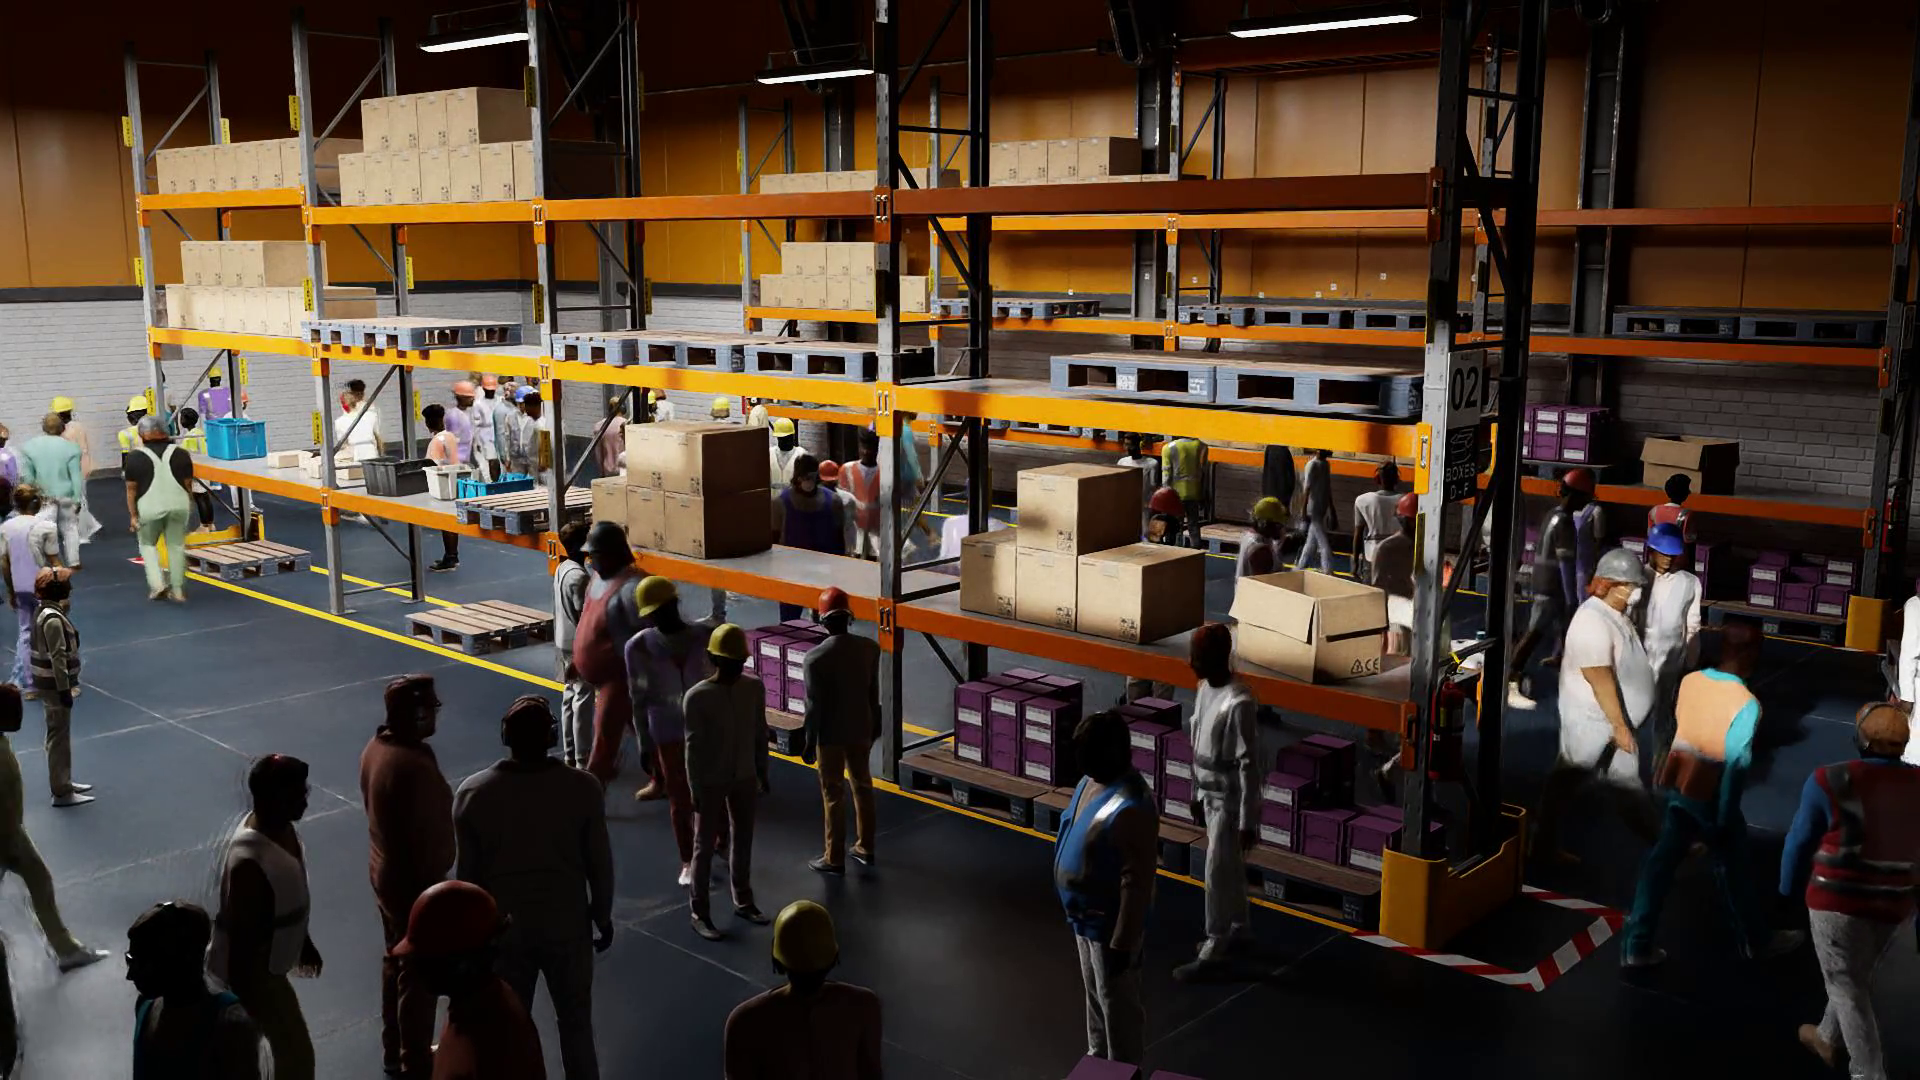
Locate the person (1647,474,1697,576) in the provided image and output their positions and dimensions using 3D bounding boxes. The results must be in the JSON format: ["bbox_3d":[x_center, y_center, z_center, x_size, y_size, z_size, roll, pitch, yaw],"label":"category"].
[{"bbox_3d":[6.577,0.231,15.358,0.319,1.696,0.532,-5,11,-26],"label":"person"}]

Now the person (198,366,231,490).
[{"bbox_3d":[-11.519,-1.734,25.854,0.588,1.919,0.401,-10,14,-43],"label":"person"}]

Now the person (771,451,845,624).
[{"bbox_3d":[-1.305,0.236,14.357,0.684,2.000,0.535,-3,10,-17],"label":"person"}]

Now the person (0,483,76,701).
[{"bbox_3d":[-7.652,0.450,13.764,0.553,1.837,0.430,1,10,6],"label":"person"}]

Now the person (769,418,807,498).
[{"bbox_3d":[-1.893,-0.385,18.218,0.588,1.918,0.396,3,10,16],"label":"person"}]

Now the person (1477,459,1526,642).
[{"bbox_3d":[5.189,0.068,15.952,0.427,1.818,0.631,0,10,-2],"label":"person"}]

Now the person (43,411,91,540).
[{"bbox_3d":[-11.494,-0.881,21.451,0.524,1.769,0.309,-4,11,-22],"label":"person"}]

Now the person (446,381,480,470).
[{"bbox_3d":[-6.612,-1.085,21.909,0.677,2.023,0.651,2,10,11],"label":"person"}]

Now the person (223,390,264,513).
[{"bbox_3d":[-10.189,-1.258,23.608,0.561,1.753,0.332,7,12,35],"label":"person"}]

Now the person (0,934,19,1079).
[{"bbox_3d":[-3.372,1.887,5.451,0.610,1.900,1.006,-10,14,-43],"label":"person"}]

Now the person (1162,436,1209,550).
[{"bbox_3d":[2.535,-0.513,18.911,0.585,1.928,0.369,-4,11,-21],"label":"person"}]

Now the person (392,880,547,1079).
[{"bbox_3d":[-1.393,1.947,4.856,0.408,1.983,0.631,-4,11,-23],"label":"person"}]

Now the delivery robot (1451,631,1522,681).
[{"bbox_3d":[4.361,1.009,13.923,0.477,0.478,0.707,-5,11,-24],"label":"delivery robot"}]

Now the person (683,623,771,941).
[{"bbox_3d":[-1.260,1.309,9.101,0.521,1.758,0.349,-9,13,-40],"label":"person"}]

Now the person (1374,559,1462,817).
[{"bbox_3d":[3.071,0.974,11.021,0.439,1.738,0.584,9,13,41],"label":"person"}]

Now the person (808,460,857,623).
[{"bbox_3d":[-1.261,0.091,15.995,0.572,1.746,0.347,-3,10,-14],"label":"person"}]

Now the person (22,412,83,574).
[{"bbox_3d":[-10.295,-0.500,18.909,0.628,1.907,0.854,-3,10,-16],"label":"person"}]

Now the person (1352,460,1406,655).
[{"bbox_3d":[3.866,0.199,15.161,0.561,1.836,0.387,1,10,5],"label":"person"}]

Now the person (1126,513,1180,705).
[{"bbox_3d":[1.464,0.703,12.327,0.429,1.831,0.635,-10,14,-43],"label":"person"}]

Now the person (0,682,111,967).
[{"bbox_3d":[-4.919,1.505,8.481,0.865,1.588,0.522,-5,11,-27],"label":"person"}]

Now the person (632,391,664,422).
[{"bbox_3d":[-4.424,-1.265,23.708,0.483,1.735,0.311,-5,11,-26],"label":"person"}]

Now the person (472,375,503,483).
[{"bbox_3d":[-6.929,-1.519,24.667,0.597,1.903,0.666,-5,11,-26],"label":"person"}]

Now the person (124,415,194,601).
[{"bbox_3d":[-8.489,-0.350,17.670,0.696,2.000,0.547,-8,13,-40],"label":"person"}]

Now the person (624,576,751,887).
[{"bbox_3d":[-1.619,1.121,9.831,0.701,1.879,0.414,-3,11,-18],"label":"person"}]

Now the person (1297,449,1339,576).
[{"bbox_3d":[3.895,-0.224,17.518,0.859,1.838,0.555,6,12,30],"label":"person"}]

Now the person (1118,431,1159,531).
[{"bbox_3d":[1.871,-0.254,17.670,0.525,1.856,0.344,7,12,36],"label":"person"}]

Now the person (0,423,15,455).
[{"bbox_3d":[-11.860,-0.645,20.526,0.537,1.620,0.392,4,11,22],"label":"person"}]

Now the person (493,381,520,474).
[{"bbox_3d":[-6.213,-1.256,23.175,0.403,1.906,0.652,2,10,14],"label":"person"}]

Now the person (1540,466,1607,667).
[{"bbox_3d":[5.466,0.263,14.760,0.346,1.847,0.506,-5,11,-26],"label":"person"}]

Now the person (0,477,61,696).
[{"bbox_3d":[-8.019,0.372,14.141,0.600,1.850,0.970,3,10,17],"label":"person"}]

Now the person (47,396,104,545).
[{"bbox_3d":[-11.216,-0.871,20.989,0.423,1.907,0.600,-4,11,-22],"label":"person"}]

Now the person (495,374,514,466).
[{"bbox_3d":[-7.661,-2.054,28.145,0.312,1.744,0.487,2,10,11],"label":"person"}]

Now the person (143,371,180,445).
[{"bbox_3d":[-12.694,-1.811,26.483,0.507,1.847,0.345,-1,10,-5],"label":"person"}]

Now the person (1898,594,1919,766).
[{"bbox_3d":[6.269,0.969,10.655,0.584,1.881,0.337,-3,10,-15],"label":"person"}]

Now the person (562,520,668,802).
[{"bbox_3d":[-2.316,0.816,11.078,0.999,2.000,0.698,-5,11,-28],"label":"person"}]
